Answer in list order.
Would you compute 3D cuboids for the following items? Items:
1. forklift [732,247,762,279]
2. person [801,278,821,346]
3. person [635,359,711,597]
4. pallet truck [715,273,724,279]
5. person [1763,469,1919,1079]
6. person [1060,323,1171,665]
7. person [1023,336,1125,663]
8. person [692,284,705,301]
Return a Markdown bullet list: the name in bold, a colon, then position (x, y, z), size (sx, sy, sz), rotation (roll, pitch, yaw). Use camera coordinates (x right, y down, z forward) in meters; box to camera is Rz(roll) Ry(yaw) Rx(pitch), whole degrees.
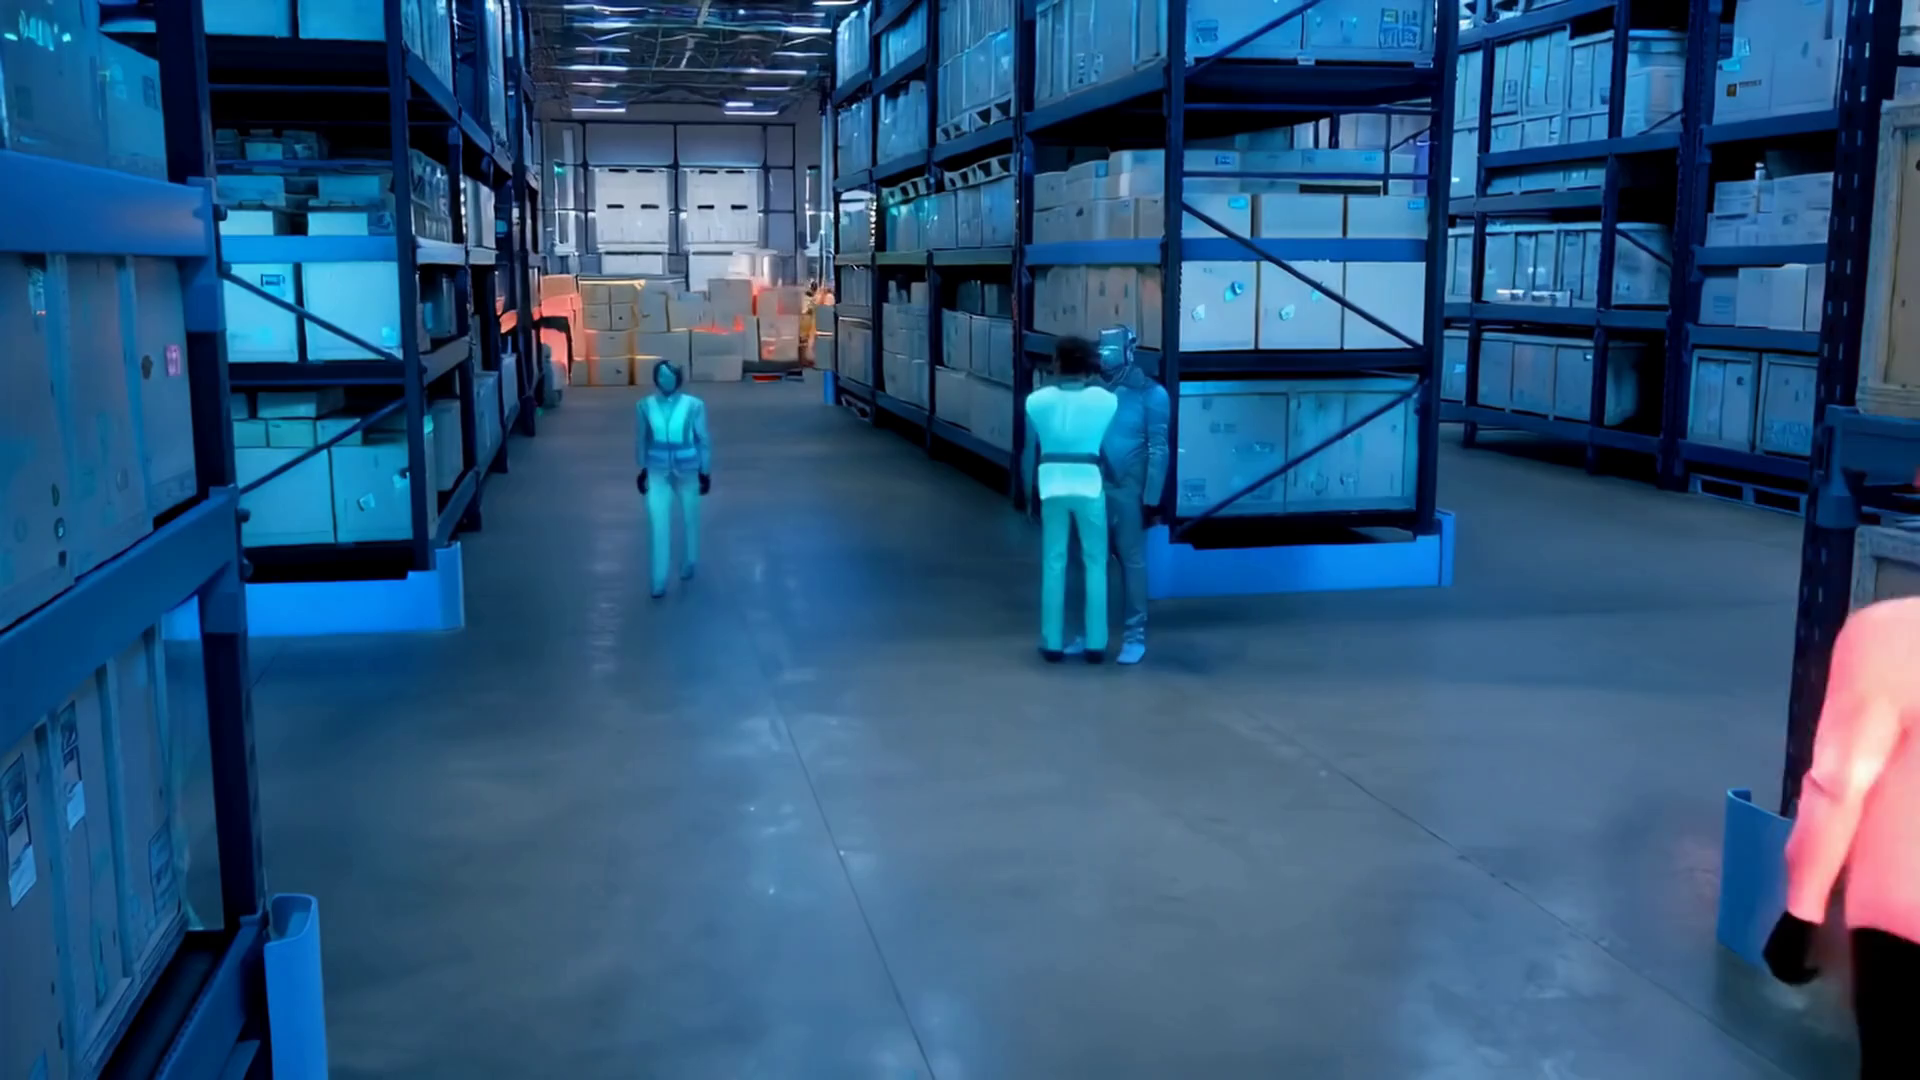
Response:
- **forklift**: position (-6.596, -7.703, 51.773), size (1.129, 2.768, 1.873), rotation (-8, 12, -39)
- **person**: position (-4.085, -6.343, 46.464), size (0.944, 1.894, 0.654), rotation (6, 11, 33)
- **person**: position (-1.977, -0.452, 11.489), size (0.529, 1.595, 0.847), rotation (0, 9, -1)
- **pallet truck**: position (-8.580, -8.986, 62.280), size (1.885, 1.965, 0.823), rotation (1, 9, 5)
- **person**: position (1.961, 0.732, 3.203), size (0.603, 1.957, 0.956), rotation (-2, 10, -14)
- **person**: position (0.848, -0.263, 9.374), size (0.641, 1.913, 0.407), rotation (7, 11, 35)
- **person**: position (0.645, -0.210, 9.321), size (0.585, 1.842, 0.417), rotation (2, 9, 10)
- **person**: position (-9.562, -8.555, 60.750), size (0.528, 1.624, 0.401), rotation (-2, 9, -11)
